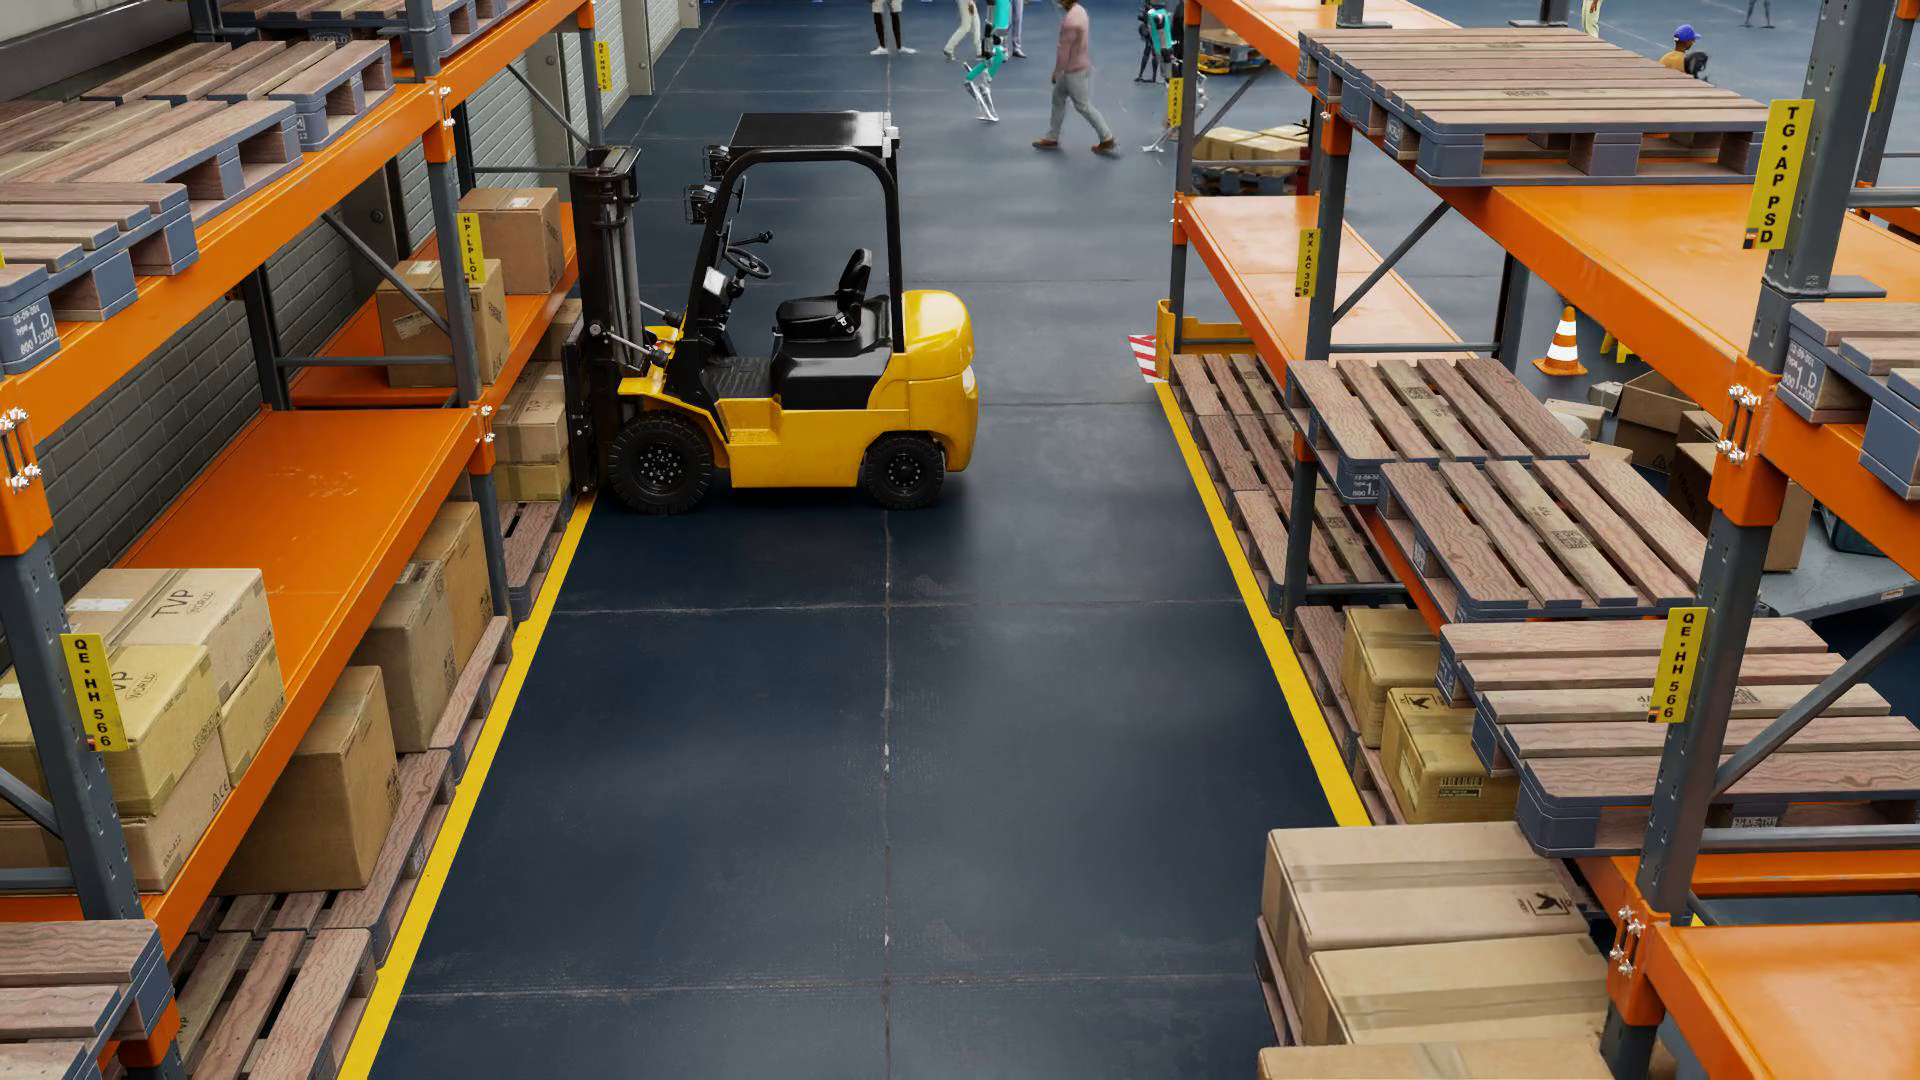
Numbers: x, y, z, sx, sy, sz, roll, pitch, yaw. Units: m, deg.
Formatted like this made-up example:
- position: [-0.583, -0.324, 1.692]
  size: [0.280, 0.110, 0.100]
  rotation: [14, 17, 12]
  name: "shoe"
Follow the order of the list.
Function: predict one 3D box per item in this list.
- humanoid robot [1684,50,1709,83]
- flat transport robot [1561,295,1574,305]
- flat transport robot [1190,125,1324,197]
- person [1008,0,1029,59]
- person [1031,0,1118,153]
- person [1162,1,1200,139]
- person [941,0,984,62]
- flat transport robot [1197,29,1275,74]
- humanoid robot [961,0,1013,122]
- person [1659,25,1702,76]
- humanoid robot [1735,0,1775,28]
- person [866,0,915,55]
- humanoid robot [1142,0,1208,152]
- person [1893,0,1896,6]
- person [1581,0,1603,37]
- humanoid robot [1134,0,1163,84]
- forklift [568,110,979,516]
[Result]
- position: [6.888, -3.783, 15.732]
  size: [0.790, 1.633, 0.593]
  rotation: [-5, 26, -11]
  name: "humanoid robot"
- position: [5.685, -2.058, 13.662]
  size: [1.431, 0.231, 0.659]
  rotation: [4, 26, 9]
  name: "flat transport robot"
- position: [2.997, -3.526, 16.770]
  size: [1.431, 0.231, 0.659]
  rotation: [16, 30, 30]
  name: "flat transport robot"
- position: [0.744, -8.039, 24.498]
  size: [0.567, 1.835, 0.395]
  rotation: [-15, 29, -28]
  name: "person"
- position: [1.328, -5.259, 18.575]
  size: [0.950, 1.878, 0.637]
  rotation: [2, 25, 4]
  name: "person"
- position: [2.571, -5.509, 19.159]
  size: [0.443, 1.819, 0.566]
  rotation: [6, 26, 12]
  name: "person"
- position: [0.112, -7.866, 24.248]
  size: [0.713, 1.717, 0.581]
  rotation: [2, 25, 4]
  name: "person"
- position: [3.971, -6.900, 23.915]
  size: [1.431, 0.231, 0.659]
  rotation: [-16, 30, -30]
  name: "flat transport robot"
- position: [0.295, -5.923, 20.179]
  size: [0.659, 1.838, 0.543]
  rotation: [14, 29, 27]
  name: "humanoid robot"
- position: [7.125, -4.269, 16.647]
  size: [0.349, 1.718, 0.440]
  rotation: [-12, 28, -23]
  name: "person"
- position: [13.168, -9.231, 27.214]
  size: [0.607, 1.639, 0.593]
  rotation: [13, 28, 25]
  name: "humanoid robot"
- position: [-1.035, -8.161, 24.727]
  size: [0.745, 1.865, 0.359]
  rotation: [4, 26, 8]
  name: "person"
- position: [2.491, -5.202, 18.612]
  size: [0.864, 1.755, 0.530]
  rotation: [0, 25, 1]
  name: "humanoid robot"
- position: [16.715, -10.500, 29.852]
  size: [0.537, 1.698, 0.930]
  rotation: [-2, 25, -5]
  name: "person"
- position: [8.991, -7.652, 23.610]
  size: [0.380, 1.891, 0.546]
  rotation: [3, 25, 6]
  name: "person"
- position: [2.616, -7.016, 22.521]
  size: [0.535, 1.637, 0.612]
  rotation: [13, 28, 26]
  name: "humanoid robot"
- position: [-1.043, -1.379, 9.976]
  size: [2.313, 2.155, 1.214]
  rotation: [-1, 25, -2]
  name: "forklift"
